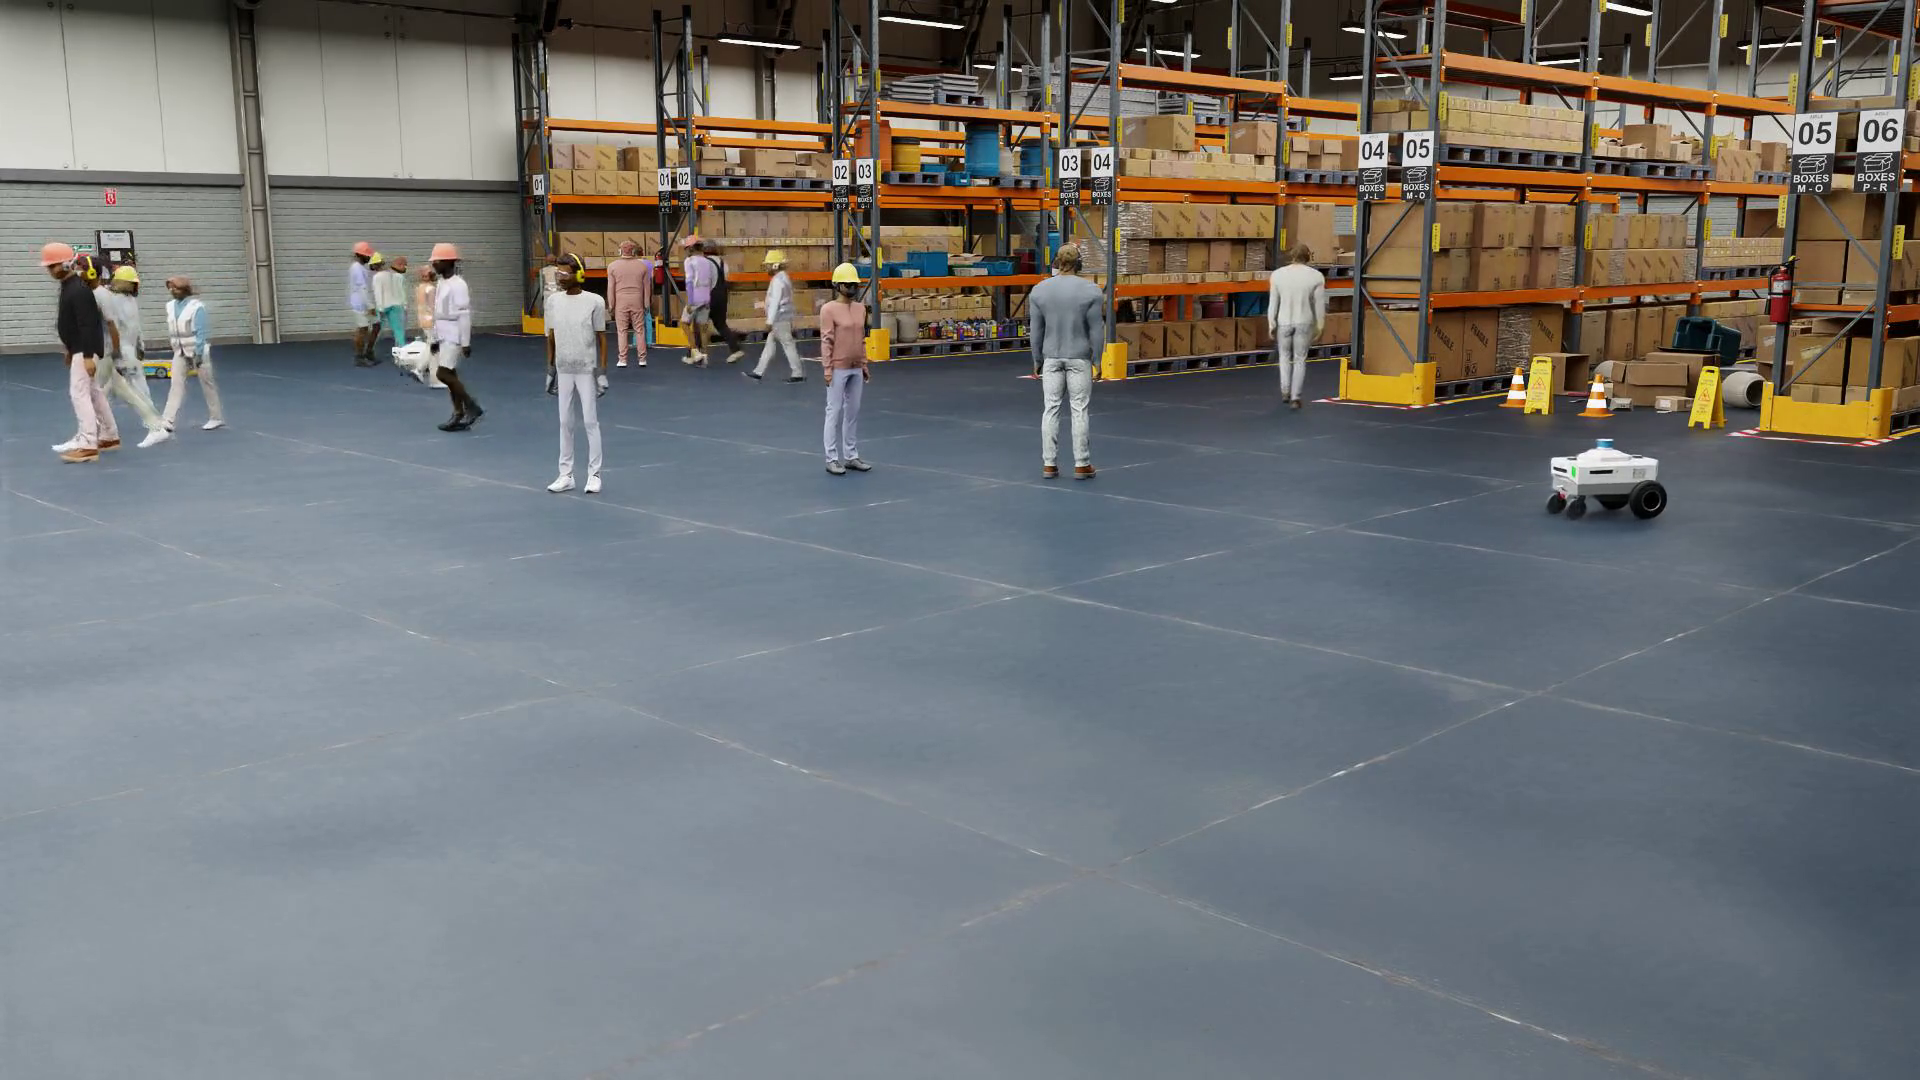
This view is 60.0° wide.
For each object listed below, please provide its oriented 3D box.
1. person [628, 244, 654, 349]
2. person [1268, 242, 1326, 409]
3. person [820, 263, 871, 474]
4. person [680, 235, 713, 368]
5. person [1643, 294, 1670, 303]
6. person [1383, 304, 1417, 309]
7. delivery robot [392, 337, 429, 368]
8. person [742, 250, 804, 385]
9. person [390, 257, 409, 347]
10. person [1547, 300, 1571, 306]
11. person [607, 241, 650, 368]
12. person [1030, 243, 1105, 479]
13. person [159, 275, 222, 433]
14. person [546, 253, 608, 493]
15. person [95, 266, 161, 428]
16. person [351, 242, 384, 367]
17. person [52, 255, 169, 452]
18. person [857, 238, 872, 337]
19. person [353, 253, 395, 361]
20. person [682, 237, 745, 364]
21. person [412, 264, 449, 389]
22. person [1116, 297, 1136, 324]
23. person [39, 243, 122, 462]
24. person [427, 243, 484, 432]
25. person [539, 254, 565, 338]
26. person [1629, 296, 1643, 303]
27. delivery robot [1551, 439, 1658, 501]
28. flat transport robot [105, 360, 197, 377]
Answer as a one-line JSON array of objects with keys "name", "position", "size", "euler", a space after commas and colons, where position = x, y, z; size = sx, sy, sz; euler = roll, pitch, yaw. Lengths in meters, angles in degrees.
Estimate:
[{"name": "person", "position": [-5.668, -4.308, 29.447], "size": [0.567, 1.846, 0.389], "euler": [-10, 14, -42]}, {"name": "person", "position": [3.962, -2.521, 19.520], "size": [0.654, 1.910, 0.772], "euler": [3, 11, 17]}, {"name": "person", "position": [-0.961, -1.453, 14.098], "size": [0.310, 1.768, 0.533], "euler": [8, 13, 39]}, {"name": "person", "position": [-4.006, -3.632, 25.332], "size": [0.528, 2.005, 0.639], "euler": [7, 13, 34]}, {"name": "person", "position": [12.422, -4.416, 29.659], "size": [1.040, 1.987, 0.629], "euler": [-8, 13, -36]}, {"name": "person", "position": [6.807, -3.642, 25.712], "size": [0.584, 1.882, 0.337], "euler": [10, 14, 42]}, {"name": "delivery robot", "position": [-7.801, -2.685, 23.984], "size": [0.707, 0.478, 0.477], "euler": [-7, 12, -34]}, {"name": "person", "position": [-2.524, -2.978, 22.345], "size": [0.909, 1.784, 0.619], "euler": [0, 10, 0]}, {"name": "person", "position": [-9.372, -3.921, 27.923], "size": [0.289, 1.633, 0.497], "euler": [-6, 12, -32]}, {"name": "person", "position": [10.403, -4.073, 28.769], "size": [0.499, 1.619, 0.519], "euler": [-8, 13, -37]}, {"name": "person", "position": [-5.063, -3.595, 25.401], "size": [0.644, 1.907, 0.399], "euler": [-4, 11, -20]}, {"name": "person", "position": [0.890, -1.482, 13.790], "size": [0.632, 1.939, 0.368], "euler": [3, 11, 17]}, {"name": "person", "position": [-7.871, -1.887, 16.920], "size": [0.534, 1.584, 0.874], "euler": [4, 11, 19]}, {"name": "person", "position": [-3.009, -1.305, 13.030], "size": [0.518, 1.865, 0.330], "euler": [2, 11, 12]}, {"name": "person", "position": [-8.786, -2.021, 17.410], "size": [0.899, 1.694, 0.485], "euler": [0, 10, -2]}, {"name": "person", "position": [-9.060, -3.589, 25.398], "size": [0.521, 1.895, 0.571], "euler": [-2, 11, -9]}, {"name": "person", "position": [-7.977, -1.746, 15.574], "size": [0.989, 1.826, 0.509], "euler": [-7, 12, -33]}, {"name": "person", "position": [-1.721, -4.844, 32.086], "size": [0.636, 1.952, 0.611], "euler": [-9, 14, -41]}, {"name": "person", "position": [-9.284, -3.714, 26.559], "size": [0.916, 1.711, 0.551], "euler": [2, 11, 10]}, {"name": "person", "position": [-3.869, -3.782, 26.168], "size": [0.967, 2.000, 0.692], "euler": [6, 12, 29]}, {"name": "person", "position": [-6.923, -2.792, 21.762], "size": [0.388, 1.625, 0.537], "euler": [-7, 13, -34]}, {"name": "person", "position": [2.651, -3.968, 27.231], "size": [0.430, 1.978, 0.630], "euler": [-6, 12, -29]}, {"name": "person", "position": [-7.968, -1.708, 15.070], "size": [0.573, 1.940, 0.810], "euler": [-7, 12, -32]}, {"name": "person", "position": [-5.251, -2.077, 17.072], "size": [0.404, 1.921, 0.556], "euler": [-7, 12, -32]}, {"name": "person", "position": [-8.024, -4.805, 32.756], "size": [0.508, 1.629, 0.315], "euler": [1, 10, 7]}, {"name": "person", "position": [14.682, -5.489, 36.334], "size": [0.709, 1.668, 0.557], "euler": [8, 13, 38]}, {"name": "delivery robot", "position": [4.645, -0.488, 12.002], "size": [0.707, 0.478, 0.477], "euler": [-2, 11, -11]}, {"name": "flat transport robot", "position": [-11.620, -2.461, 23.795], "size": [1.431, 0.197, 0.652], "euler": [0, 10, -2]}]
